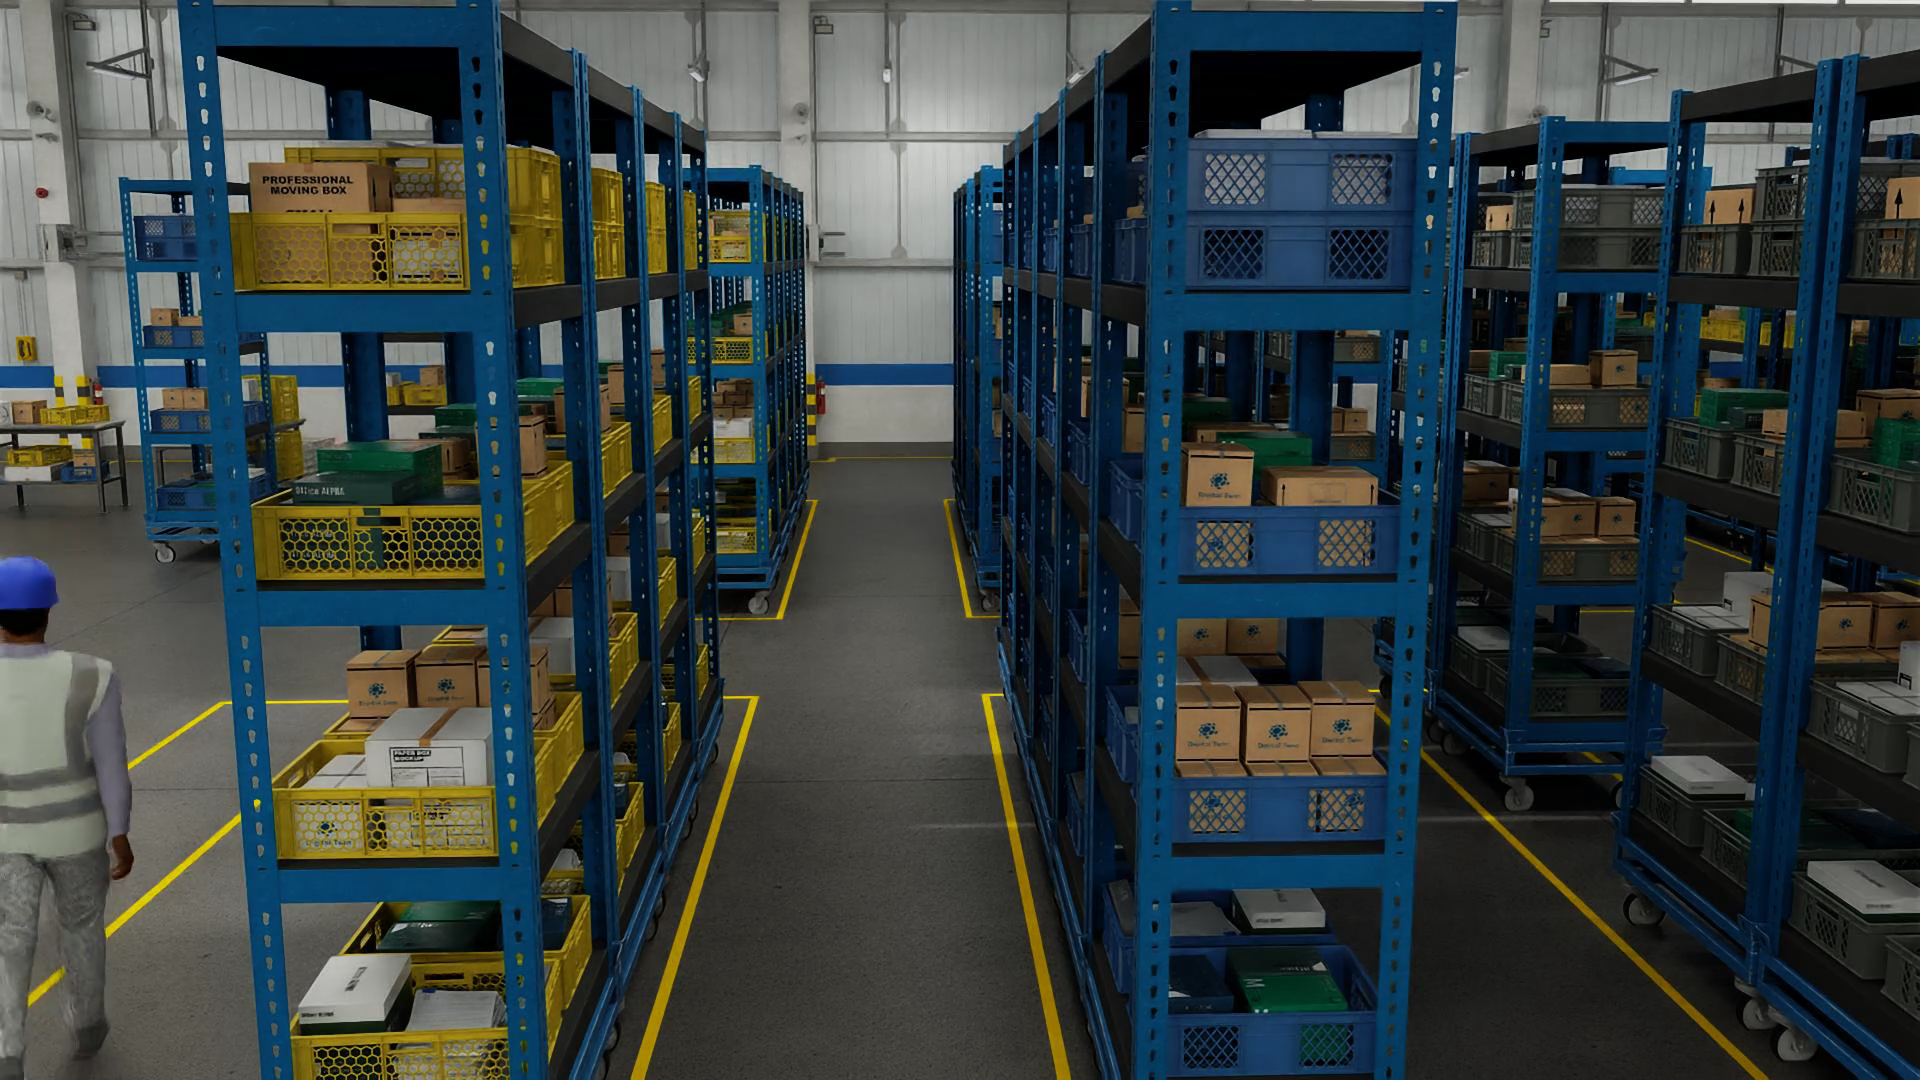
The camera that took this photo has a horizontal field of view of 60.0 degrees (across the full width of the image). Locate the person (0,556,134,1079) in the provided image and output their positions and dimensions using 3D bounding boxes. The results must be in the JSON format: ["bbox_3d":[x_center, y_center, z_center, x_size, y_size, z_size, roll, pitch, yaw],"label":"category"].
[{"bbox_3d":[-3.218,1.015,5.782,0.617,1.916,0.920,-4,11,-21],"label":"person"}]
